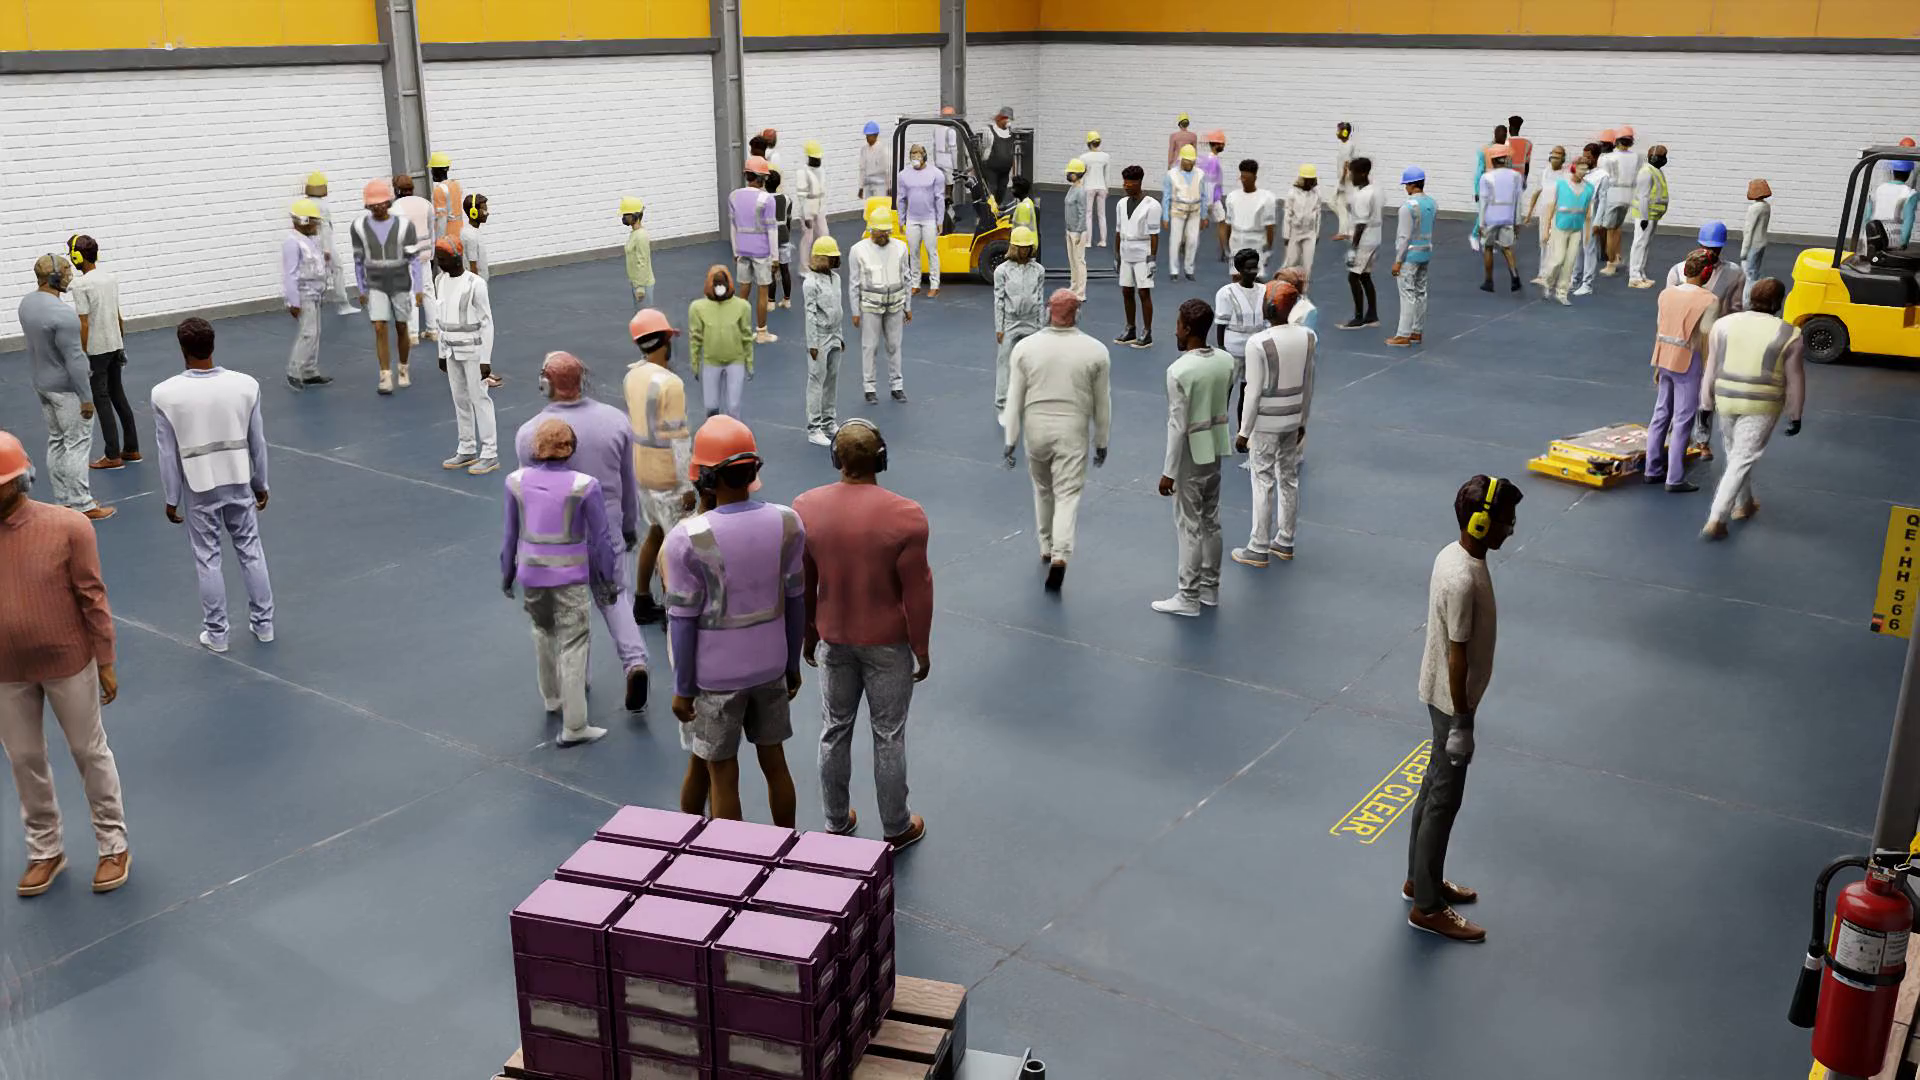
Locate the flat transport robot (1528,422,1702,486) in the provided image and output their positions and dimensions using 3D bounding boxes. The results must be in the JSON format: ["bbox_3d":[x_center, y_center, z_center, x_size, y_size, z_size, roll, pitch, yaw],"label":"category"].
[{"bbox_3d":[5.263,-0.703,13.317,1.431,0.197,0.652,-13,22,-36],"label":"flat transport robot"}]

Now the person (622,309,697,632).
[{"bbox_3d":[-1.738,-0.366,9.638,0.412,1.900,0.592,-11,21,-31],"label":"person"}]

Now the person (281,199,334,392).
[{"bbox_3d":[-6.319,-2.346,15.990,0.495,1.805,0.653,-2,18,-7],"label":"person"}]

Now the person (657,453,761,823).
[{"bbox_3d":[-0.986,0.508,6.866,0.414,1.923,0.558,8,19,24],"label":"person"}]

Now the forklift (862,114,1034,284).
[{"bbox_3d":[-0.171,-4.594,22.377,2.313,2.155,1.214,1,18,3],"label":"forklift"}]

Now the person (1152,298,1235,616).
[{"bbox_3d":[1.412,-0.483,9.968,0.399,1.918,0.589,15,23,39],"label":"person"}]

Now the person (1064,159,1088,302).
[{"bbox_3d":[1.428,-3.856,20.757,0.305,1.772,0.525,-5,18,-14],"label":"person"}]

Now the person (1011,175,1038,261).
[{"bbox_3d":[0.758,-3.457,19.652,0.319,1.689,0.548,0,18,0],"label":"person"}]

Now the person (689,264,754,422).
[{"bbox_3d":[-1.907,-1.420,13.379,0.504,1.618,0.522,-3,18,-9],"label":"person"}]

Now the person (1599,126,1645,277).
[{"bbox_3d":[8.974,-4.638,22.800,0.628,2.017,0.583,-4,18,-12],"label":"person"}]

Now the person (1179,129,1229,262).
[{"bbox_3d":[3.598,-4.965,24.027,0.954,1.899,0.554,0,18,0],"label":"person"}]

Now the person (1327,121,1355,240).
[{"bbox_3d":[6.014,-5.649,26.237,0.382,1.855,0.508,1,18,2],"label":"person"}]

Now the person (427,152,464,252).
[{"bbox_3d":[-6.093,-3.628,19.787,0.370,1.928,0.585,2,18,7],"label":"person"}]

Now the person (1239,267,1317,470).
[{"bbox_3d":[2.516,-1.324,13.092,0.528,1.611,0.730,17,24,42],"label":"person"}]

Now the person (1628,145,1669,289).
[{"bbox_3d":[9.067,-4.250,21.873,0.430,1.845,0.619,12,21,32],"label":"person"}]

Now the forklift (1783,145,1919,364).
[{"bbox_3d":[9.803,-2.879,17.013,2.313,2.155,1.214,12,21,33],"label":"forklift"}]

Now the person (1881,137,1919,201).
[{"bbox_3d":[13.713,-4.984,24.300,0.572,1.755,0.319,3,18,11],"label":"person"}]

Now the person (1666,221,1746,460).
[{"bbox_3d":[5.970,-1.607,13.451,0.611,1.941,0.414,4,18,12],"label":"person"}]

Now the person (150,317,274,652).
[{"bbox_3d":[-4.207,-0.306,9.435,0.584,1.911,0.392,-16,24,-42],"label":"person"}]

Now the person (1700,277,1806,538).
[{"bbox_3d":[5.496,-0.926,11.561,0.971,1.795,0.644,-14,23,-38],"label":"person"}]

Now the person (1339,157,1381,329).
[{"bbox_3d":[4.635,-3.388,19.050,0.468,1.945,0.683,8,19,23],"label":"person"}]

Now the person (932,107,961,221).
[{"bbox_3d":[-0.229,-6.464,28.651,0.376,1.933,0.544,-16,24,-40],"label":"person"}]

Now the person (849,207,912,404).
[{"bbox_3d":[-0.726,-2.164,15.388,0.601,1.821,0.403,-7,19,-21],"label":"person"}]

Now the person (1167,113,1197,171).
[{"bbox_3d":[3.974,-6.736,29.791,0.531,1.755,0.343,-3,18,-10],"label":"person"}]

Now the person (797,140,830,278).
[{"bbox_3d":[-1.993,-4.427,22.369,0.615,1.870,0.622,12,21,33],"label":"person"}]

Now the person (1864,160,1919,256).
[{"bbox_3d":[10.934,-3.576,19.666,0.976,1.912,0.625,-10,20,-28],"label":"person"}]

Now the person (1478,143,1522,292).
[{"bbox_3d":[6.925,-4.101,21.305,0.558,1.909,0.687,-1,18,-2],"label":"person"}]

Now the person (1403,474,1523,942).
[{"bbox_3d":[1.965,0.646,6.524,0.329,1.865,0.514,4,18,11],"label":"person"}]

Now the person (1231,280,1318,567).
[{"bbox_3d":[2.048,-0.757,10.877,0.578,1.884,0.353,-12,21,-33],"label":"person"}]

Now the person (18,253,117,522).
[{"bbox_3d":[-6.336,-1.060,11.760,0.639,1.928,0.374,13,22,34],"label":"person"}]

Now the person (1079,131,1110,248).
[{"bbox_3d":[2.038,-5.361,25.489,0.529,1.762,0.345,-7,19,-21],"label":"person"}]

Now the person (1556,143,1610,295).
[{"bbox_3d":[8.031,-4.108,21.309,0.392,1.917,0.588,-6,19,-17],"label":"person"}]
